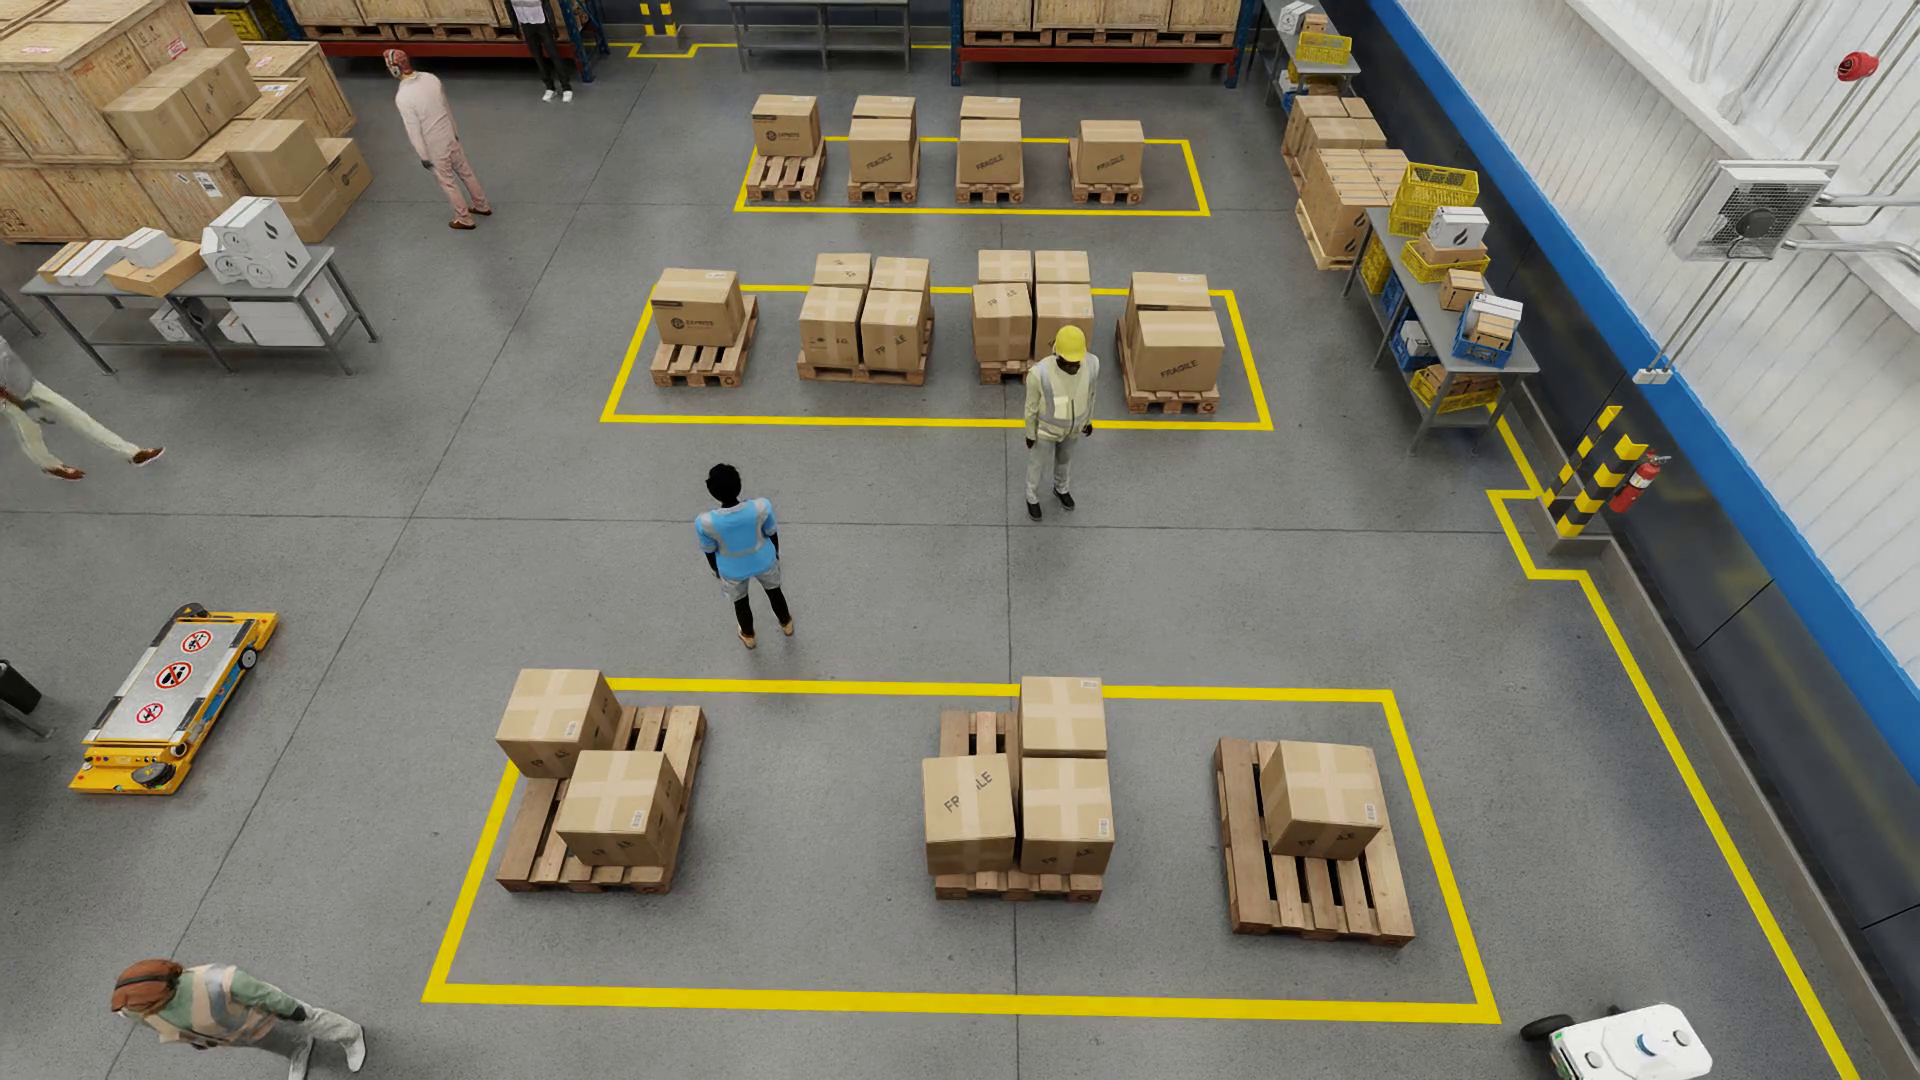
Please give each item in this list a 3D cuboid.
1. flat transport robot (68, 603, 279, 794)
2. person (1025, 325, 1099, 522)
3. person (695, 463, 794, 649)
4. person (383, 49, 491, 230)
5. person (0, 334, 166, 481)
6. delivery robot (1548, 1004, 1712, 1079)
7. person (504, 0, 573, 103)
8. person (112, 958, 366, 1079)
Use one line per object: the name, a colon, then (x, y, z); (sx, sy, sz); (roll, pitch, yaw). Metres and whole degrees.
flat transport robot: (-5.504, 1.072, 6.442); (0.652, 0.197, 1.431); (1, 50, 1)
person: (0.777, -0.895, 7.090); (0.592, 1.834, 0.404); (-16, 52, -13)
person: (-1.469, 0.141, 6.308); (0.534, 1.691, 0.322); (-18, 52, -15)
person: (-5.697, -4.321, 9.951); (0.400, 1.900, 0.647); (12, 51, 10)
person: (-7.450, -1.184, 7.349); (1.011, 1.803, 0.557); (-2, 50, -2)
delivery robot: (3.513, 2.700, 4.821); (0.707, 0.478, 0.477); (-9, 50, -7)
person: (-5.583, -6.772, 12.017); (0.604, 1.906, 0.405); (1, 50, 1)
person: (-3.498, 2.344, 4.481); (0.521, 1.632, 0.314); (-12, 51, -10)
